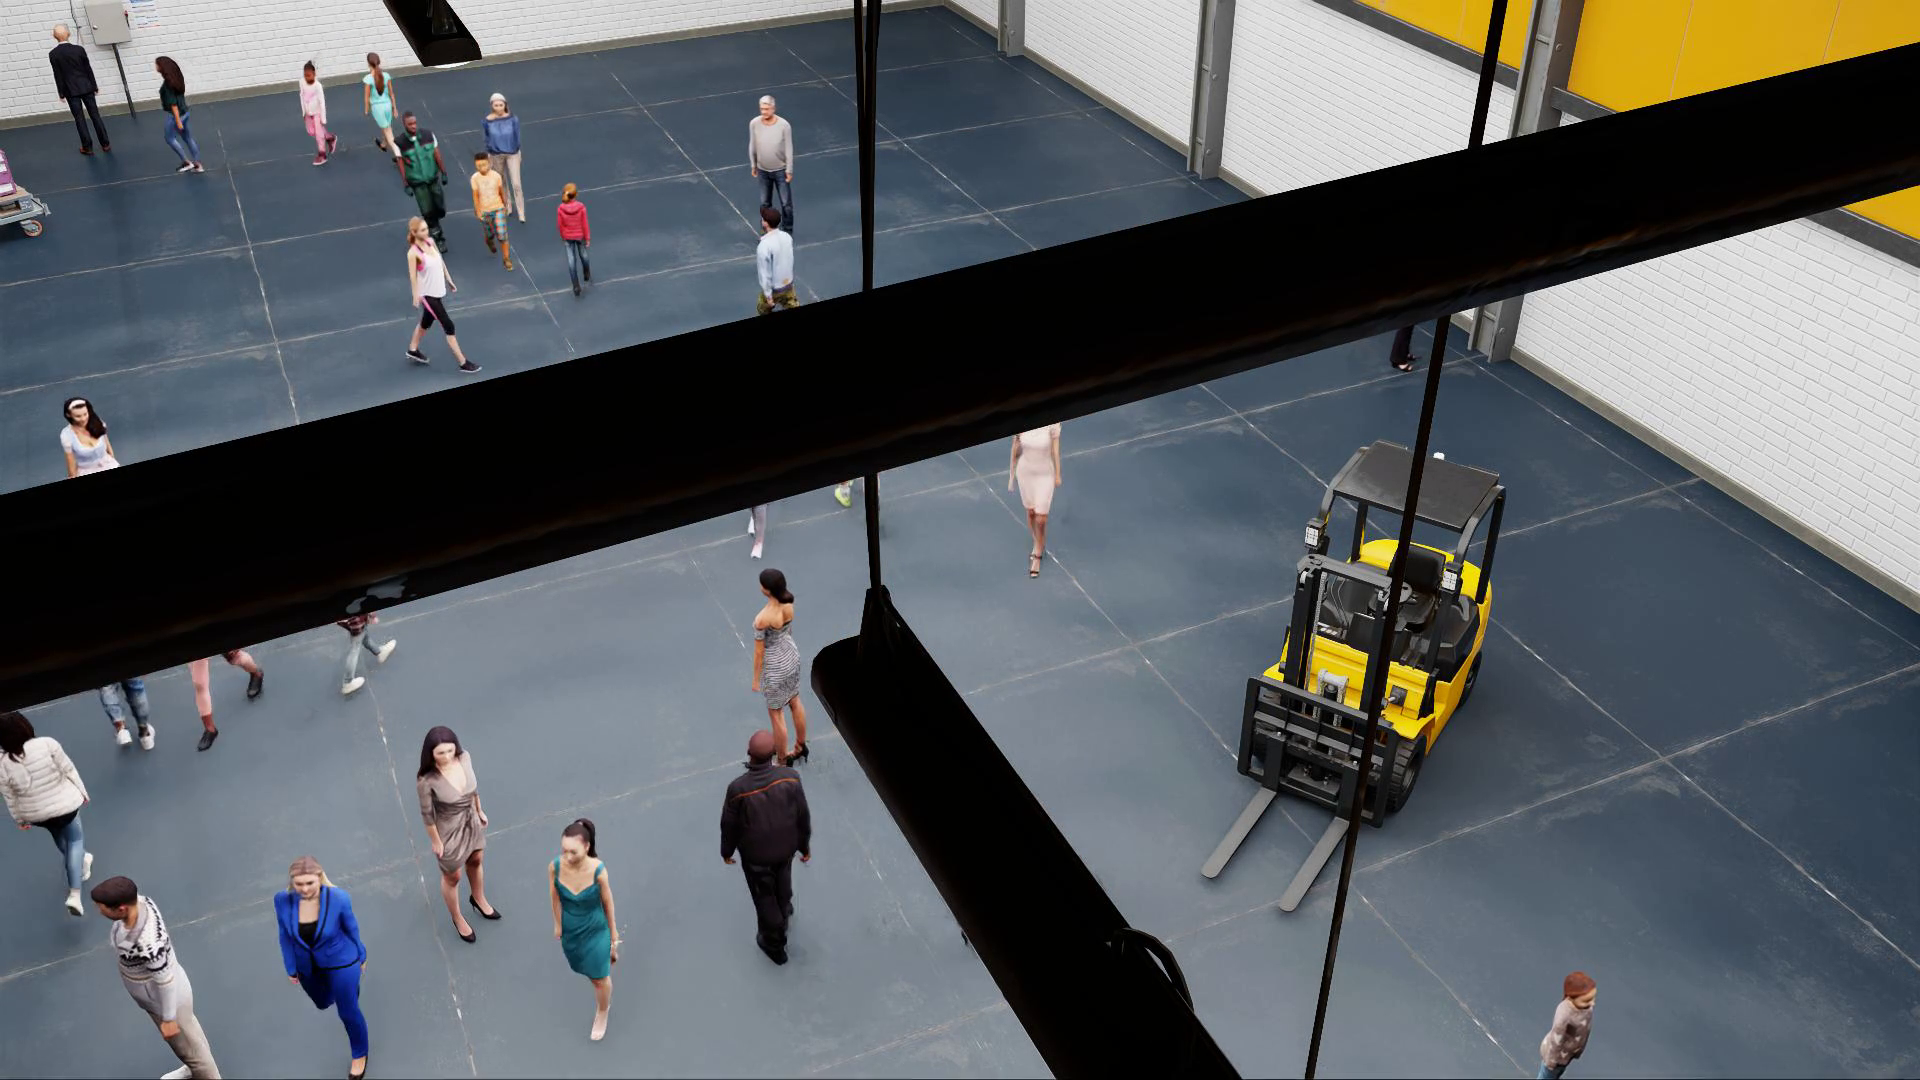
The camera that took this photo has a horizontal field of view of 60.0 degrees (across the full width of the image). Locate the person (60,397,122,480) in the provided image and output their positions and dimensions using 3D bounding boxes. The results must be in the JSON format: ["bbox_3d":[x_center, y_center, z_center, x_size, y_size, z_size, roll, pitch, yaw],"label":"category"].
[{"bbox_3d":[-7.602,-0.498,14.606,1.222,1.754,0.929,26,42,34],"label":"person"}]

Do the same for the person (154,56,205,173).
[{"bbox_3d":[-10.597,-5.791,22.704,0.765,1.605,0.687,-2,34,-2],"label":"person"}]

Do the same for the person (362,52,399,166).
[{"bbox_3d":[-7.945,-5.916,22.975,1.116,1.513,0.813,27,42,35],"label":"person"}]

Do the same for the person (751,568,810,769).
[{"bbox_3d":[-1.310,0.972,12.334,0.693,1.821,0.675,19,38,26],"label":"person"}]

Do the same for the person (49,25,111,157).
[{"bbox_3d":[-12.360,-6.309,23.307,0.731,1.800,0.673,-25,41,-32],"label":"person"}]

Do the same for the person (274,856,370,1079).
[{"bbox_3d":[-3.830,2.510,10.147,0.845,1.680,1.039,-1,34,-2],"label":"person"}]

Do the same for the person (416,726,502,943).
[{"bbox_3d":[-3.327,1.910,10.992,0.683,1.744,0.667,20,38,27],"label":"person"}]

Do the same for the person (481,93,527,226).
[{"bbox_3d":[-5.860,-4.921,21.355,0.768,1.648,1.159,-7,34,-11],"label":"person"}]

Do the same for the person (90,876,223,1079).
[{"bbox_3d":[-4.685,2.645,9.781,0.780,1.860,0.563,-21,39,-28],"label":"person"}]

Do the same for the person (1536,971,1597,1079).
[{"bbox_3d":[3.572,2.996,9.855,0.528,1.194,0.527,-24,41,-32],"label":"person"}]

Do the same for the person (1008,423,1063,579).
[{"bbox_3d":[0.694,-0.589,14.694,0.835,1.807,0.901,9,35,14],"label":"person"}]

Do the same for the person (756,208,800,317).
[{"bbox_3d":[-1.884,-2.675,17.868,1.293,1.769,1.037,24,40,31],"label":"person"}]

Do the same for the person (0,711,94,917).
[{"bbox_3d":[-6.148,1.831,11.229,0.675,1.614,1.003,-10,35,-15],"label":"person"}]

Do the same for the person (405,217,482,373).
[{"bbox_3d":[-5.742,-2.625,17.817,1.136,1.741,1.158,8,34,12],"label":"person"}]

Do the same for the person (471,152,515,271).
[{"bbox_3d":[-5.703,-4.026,20.198,0.558,1.440,0.896,-14,36,-19],"label":"person"}]

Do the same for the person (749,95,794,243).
[{"bbox_3d":[-2.320,-4.609,20.657,0.826,1.902,0.863,8,34,12],"label":"person"}]

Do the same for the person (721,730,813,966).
[{"bbox_3d":[-1.205,2.038,10.745,0.752,1.805,0.797,-13,36,-19],"label":"person"}]

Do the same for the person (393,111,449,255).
[{"bbox_3d":[-6.627,-4.444,20.486,0.815,1.817,0.975,-23,40,-31],"label":"person"}]

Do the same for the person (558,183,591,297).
[{"bbox_3d":[-4.541,-3.512,19.562,0.658,1.286,0.936,-6,34,-9],"label":"person"}]

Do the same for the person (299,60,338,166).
[{"bbox_3d":[-8.927,-5.971,23.126,0.827,1.437,0.872,15,37,22],"label":"person"}]

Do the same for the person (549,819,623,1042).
[{"bbox_3d":[-2.303,2.362,10.381,0.819,1.667,0.922,6,34,9],"label":"person"}]
